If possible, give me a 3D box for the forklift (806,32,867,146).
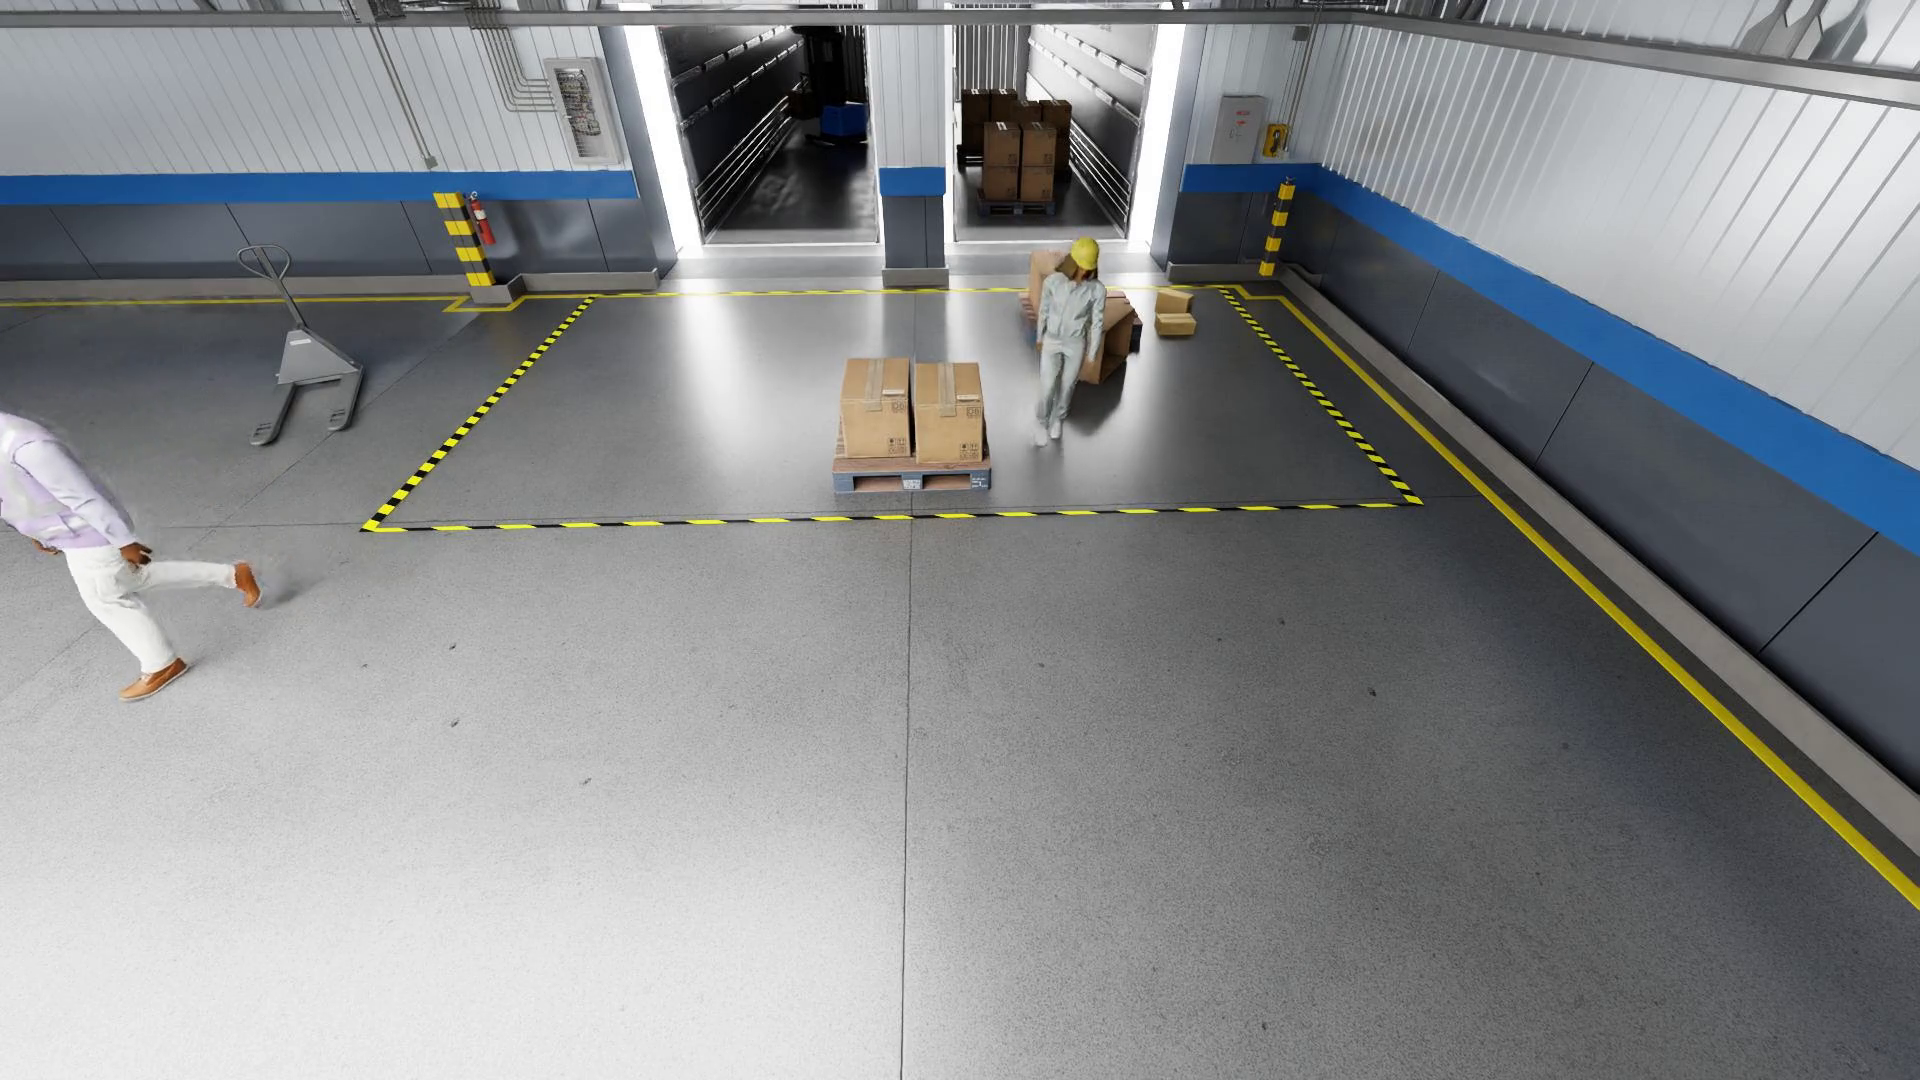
[{"bbox_3d":[-2.595,-9.583,15.614,0.716,2.013,0.776,-30,48,-33],"label":"forklift"}]

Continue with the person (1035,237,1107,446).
[{"bbox_3d":[0.841,-1.514,5.709,0.510,1.694,0.522,6,39,8],"label":"person"}]

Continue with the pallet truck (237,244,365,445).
[{"bbox_3d":[-5.915,-1.733,6.366,0.680,1.201,1.601,-18,42,-21],"label":"pallet truck"}]

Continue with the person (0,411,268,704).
[{"bbox_3d":[-4.439,-0.100,3.770,0.597,1.908,0.903,15,41,18],"label":"person"}]
